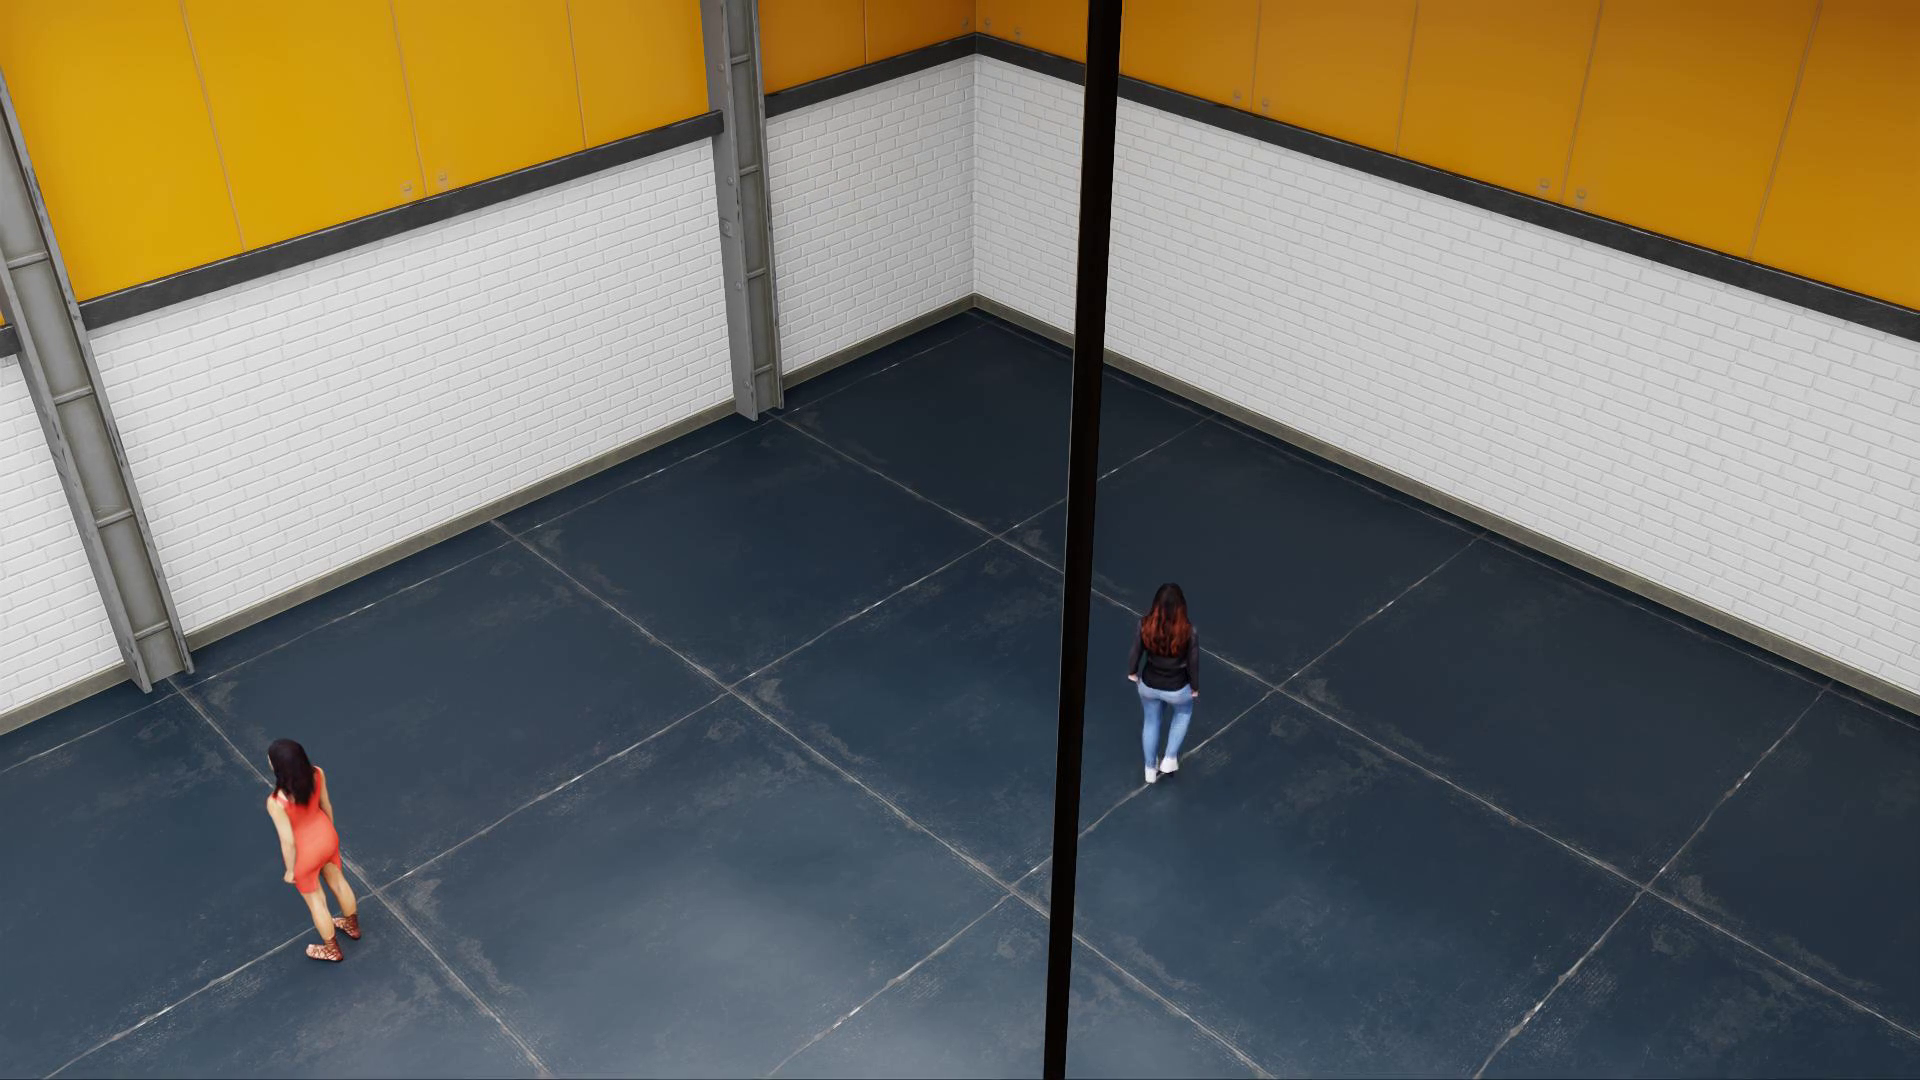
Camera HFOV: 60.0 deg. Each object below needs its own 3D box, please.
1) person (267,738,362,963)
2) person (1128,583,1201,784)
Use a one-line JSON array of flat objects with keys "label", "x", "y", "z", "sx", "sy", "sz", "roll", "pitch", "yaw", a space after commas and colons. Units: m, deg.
[{"label": "person", "x": -3.960, "y": 1.887, "z": 10.165, "sx": 0.716, "sy": 1.719, "sz": 0.589, "roll": 13, "pitch": 36, "yaw": 18}, {"label": "person", "x": 1.412, "y": 1.047, "z": 11.519, "sx": 0.758, "sy": 1.620, "sz": 0.757, "roll": 10, "pitch": 35, "yaw": 14}]
